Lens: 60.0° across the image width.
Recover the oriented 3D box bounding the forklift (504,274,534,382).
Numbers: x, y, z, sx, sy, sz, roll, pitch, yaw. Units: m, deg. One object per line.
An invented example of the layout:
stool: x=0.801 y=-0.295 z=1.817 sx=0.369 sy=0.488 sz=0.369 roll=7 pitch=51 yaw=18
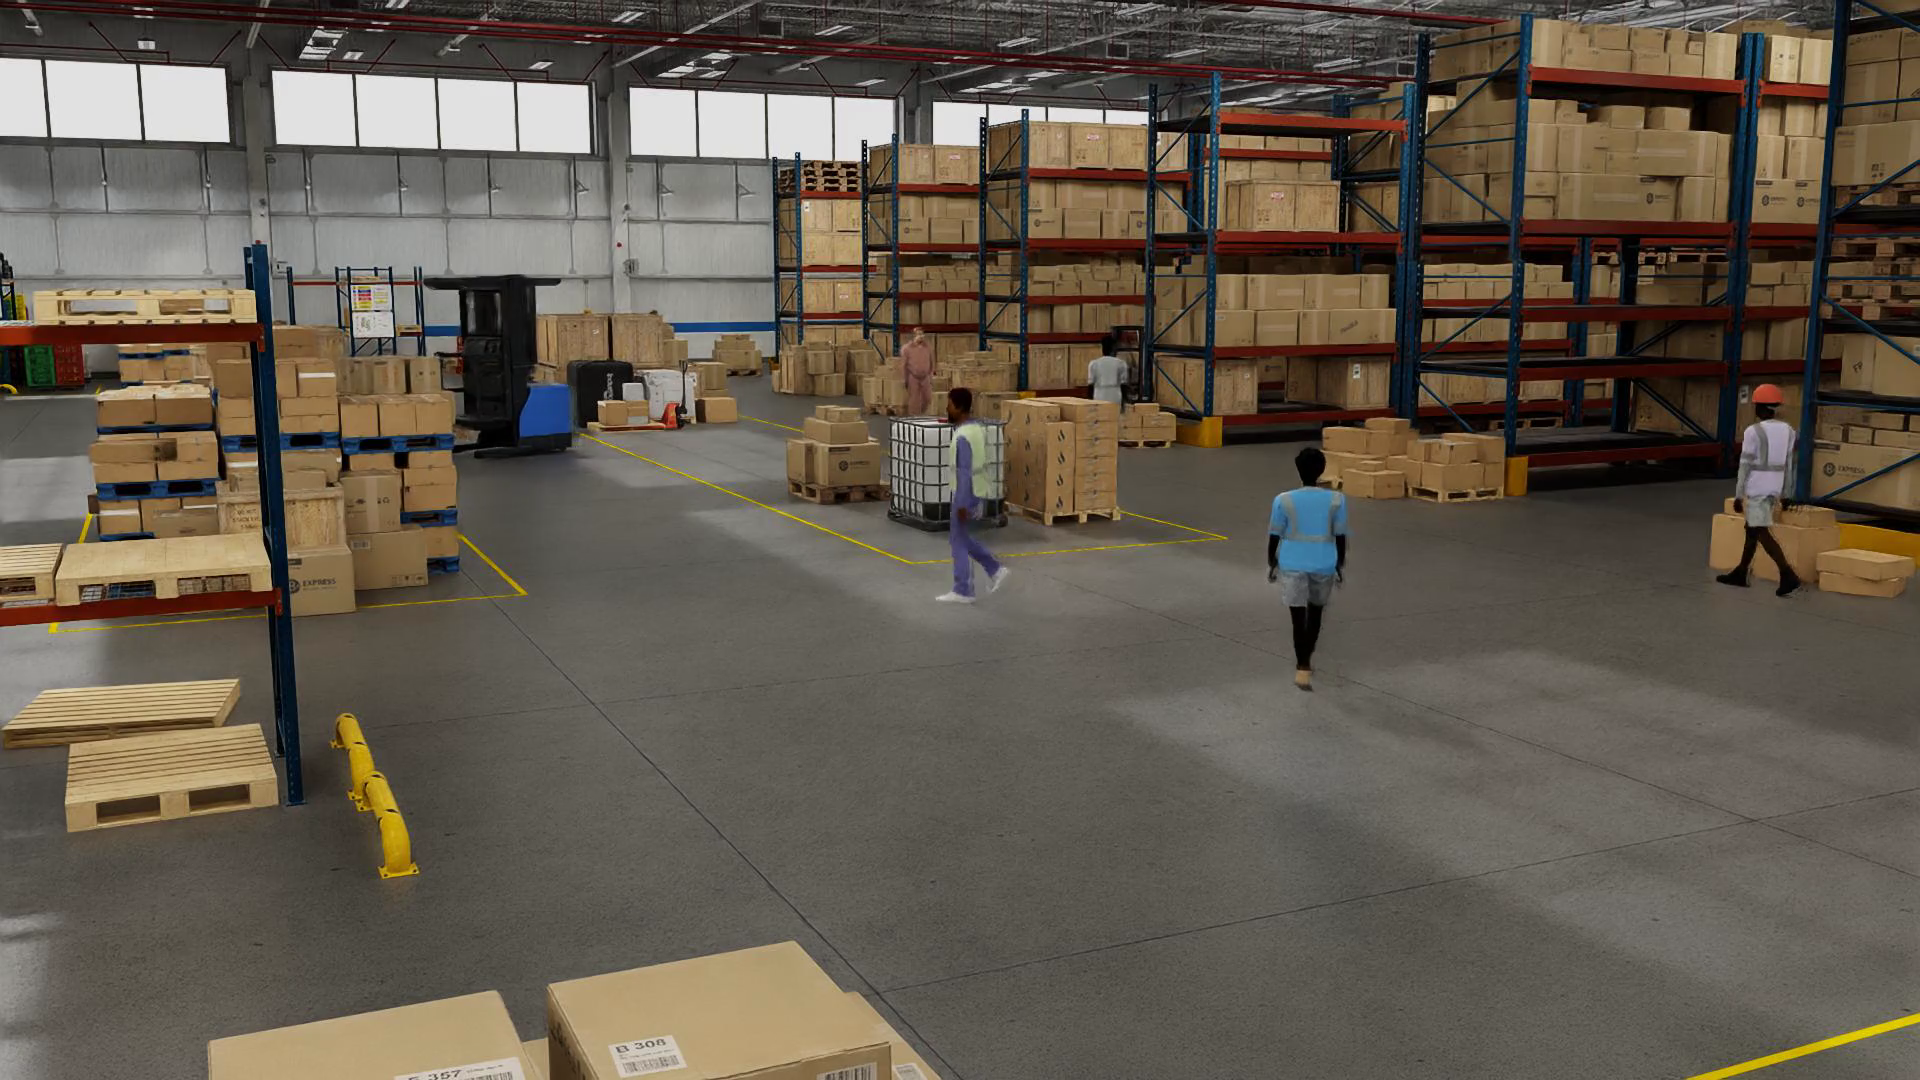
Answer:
forklift: x=-11.284 y=-5.374 z=42.428 sx=1.873 sy=2.768 sz=1.129 roll=-4 pitch=10 yaw=-25

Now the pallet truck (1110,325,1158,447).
pallet truck: x=2.881 y=-2.596 z=27.923 sx=0.823 sy=1.965 sz=1.885 roll=-1 pitch=9 yaw=-7

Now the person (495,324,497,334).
person: x=-8.961 y=-3.209 z=31.887 sx=0.630 sy=1.959 sz=0.991 roll=-1 pitch=9 yaw=-9

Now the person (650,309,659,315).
person: x=-8.068 y=-5.120 z=43.829 sx=0.632 sy=1.920 sz=0.797 roll=-7 pitch=12 yaw=-39

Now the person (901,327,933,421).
person: x=-0.756 y=-2.935 z=30.336 sx=0.639 sy=1.897 sz=0.419 roll=-4 pitch=10 yaw=-24

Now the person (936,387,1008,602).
person: x=0.086 y=-0.389 z=14.521 sx=0.517 sy=1.903 sz=0.614 roll=2 pitch=9 yaw=9

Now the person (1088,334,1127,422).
person: x=2.219 y=-2.118 z=25.072 sx=0.600 sy=1.952 sz=0.411 roll=0 pitch=9 yaw=-1

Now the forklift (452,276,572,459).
forklift: x=-7.205 y=-2.761 z=26.219 sx=1.129 sy=2.768 sz=1.873 roll=7 pitch=12 yaw=37

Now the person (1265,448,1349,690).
person: x=2.421 y=0.175 z=11.746 sx=0.553 sy=1.655 sz=0.819 roll=0 pitch=9 yaw=-3

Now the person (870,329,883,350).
person: x=-2.068 y=-4.806 z=42.749 sx=0.523 sy=1.636 sz=0.310 roll=0 pitch=9 yaw=2

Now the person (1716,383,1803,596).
person: x=7.274 y=-0.457 z=14.962 sx=0.553 sy=1.907 sz=0.932 roll=-4 pitch=10 yaw=-24
